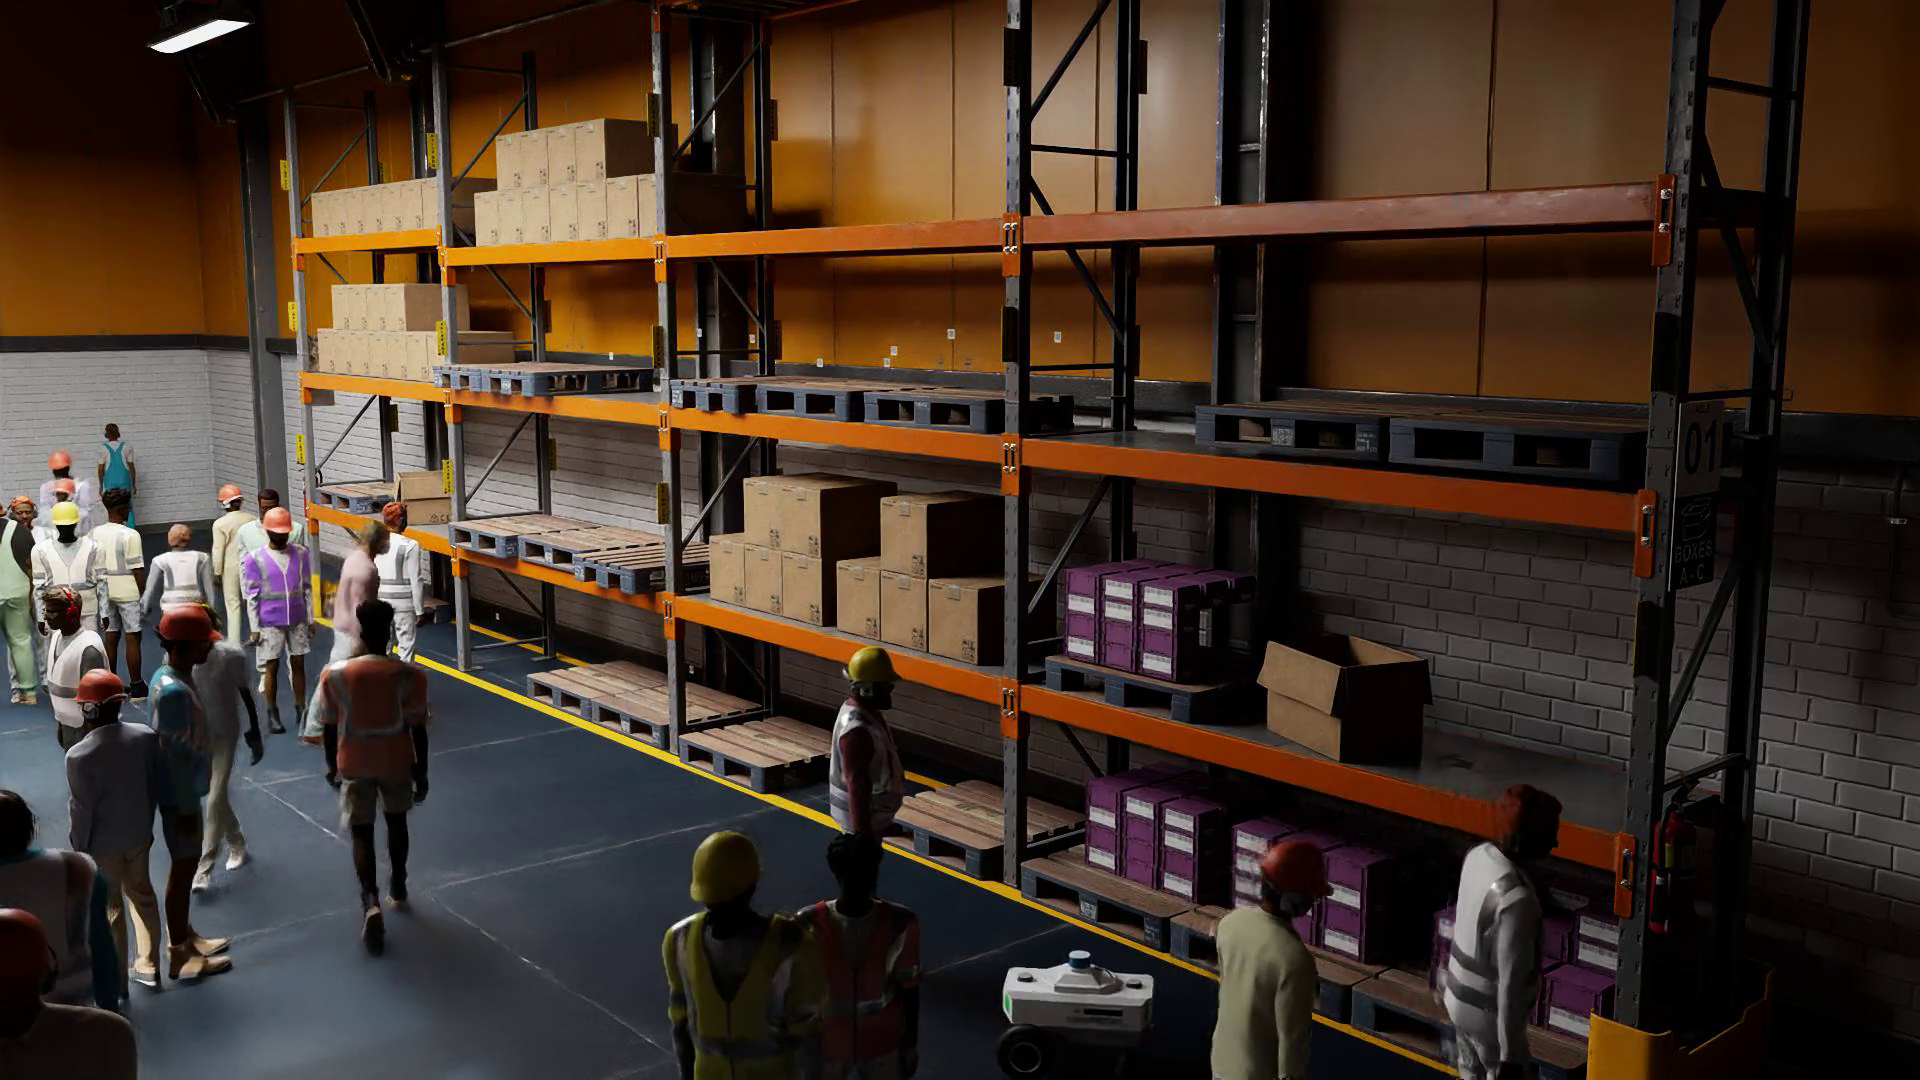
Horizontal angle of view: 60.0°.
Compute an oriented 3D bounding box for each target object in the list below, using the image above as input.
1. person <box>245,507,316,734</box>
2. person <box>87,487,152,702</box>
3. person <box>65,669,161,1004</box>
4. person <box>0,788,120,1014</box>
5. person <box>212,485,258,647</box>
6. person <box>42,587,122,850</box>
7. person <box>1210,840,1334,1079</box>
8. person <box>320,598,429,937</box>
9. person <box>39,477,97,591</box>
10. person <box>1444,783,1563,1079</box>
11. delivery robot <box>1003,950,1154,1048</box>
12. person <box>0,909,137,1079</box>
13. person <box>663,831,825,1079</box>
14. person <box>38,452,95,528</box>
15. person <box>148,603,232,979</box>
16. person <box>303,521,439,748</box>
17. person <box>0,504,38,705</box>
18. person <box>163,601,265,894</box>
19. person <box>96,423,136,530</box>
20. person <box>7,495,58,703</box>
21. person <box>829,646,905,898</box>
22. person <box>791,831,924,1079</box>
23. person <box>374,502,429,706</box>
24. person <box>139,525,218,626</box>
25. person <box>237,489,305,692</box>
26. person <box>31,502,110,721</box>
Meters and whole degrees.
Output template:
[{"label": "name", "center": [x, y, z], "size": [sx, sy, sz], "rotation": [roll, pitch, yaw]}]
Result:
[{"label": "person", "center": [-5.724, 0.674, 14.071], "size": [0.549, 1.927, 0.393], "rotation": [-7, 11, -42]}, {"label": "person", "center": [-7.633, 0.496, 15.157], "size": [0.603, 1.966, 0.367], "rotation": [3, 9, 19]}, {"label": "person", "center": [-4.428, 1.533, 8.680], "size": [0.328, 1.752, 0.563], "rotation": [2, 8, 15]}, {"label": "person", "center": [-3.492, 1.845, 6.249], "size": [0.656, 1.833, 0.576], "rotation": [-7, 11, -39]}, {"label": "person", "center": [-7.548, 0.291, 17.359], "size": [0.350, 1.742, 0.571], "rotation": [4, 9, 26]}, {"label": "person", "center": [-5.649, 1.200, 10.733], "size": [0.561, 1.836, 0.392], "rotation": [7, 11, 40]}, {"label": "person", "center": [1.163, 1.916, 6.141], "size": [0.805, 1.703, 0.683], "rotation": [-4, 9, -24]}, {"label": "person", "center": [-3.391, 1.306, 9.678], "size": [0.603, 1.932, 0.911], "rotation": [-3, 9, -21]}, {"label": "person", "center": [-9.702, 0.180, 18.135], "size": [0.576, 1.732, 0.523], "rotation": [0, 8, 3]}, {"label": "person", "center": [1.959, 1.818, 6.388], "size": [0.725, 1.857, 0.593], "rotation": [0, 8, -2]}, {"label": "delivery robot", "center": [0.567, 2.195, 7.898], "size": [0.707, 0.478, 0.477], "rotation": [1, 8, 8]}, {"label": "person", "center": [-2.630, 1.990, 4.716], "size": [0.618, 1.986, 0.408], "rotation": [-4, 9, -24]}, {"label": "person", "center": [-0.755, 1.913, 5.610], "size": [0.599, 1.882, 0.955], "rotation": [2, 8, 11]}, {"label": "person", "center": [-10.568, -0.104, 19.669], "size": [0.566, 1.882, 0.987], "rotation": [-1, 8, -4]}, {"label": "person", "center": [-4.182, 1.345, 9.039], "size": [0.416, 2.034, 0.622], "rotation": [-4, 9, -24]}, {"label": "person", "center": [-4.904, 0.766, 13.723], "size": [1.128, 1.836, 0.642], "rotation": [-3, 9, -20]}, {"label": "person", "center": [-8.629, 0.504, 14.842], "size": [0.535, 2.000, 0.680], "rotation": [6, 10, 36]}, {"label": "person", "center": [-4.656, 1.264, 10.374], "size": [0.524, 1.807, 0.971], "rotation": [0, 8, -3]}, {"label": "person", "center": [-12.516, -0.813, 24.696], "size": [0.505, 1.840, 0.344], "rotation": [-5, 10, -32]}, {"label": "person", "center": [-8.515, 0.531, 15.206], "size": [0.574, 1.883, 0.356], "rotation": [-7, 11, -42]}, {"label": "person", "center": [-0.495, 1.466, 8.917], "size": [0.403, 1.824, 0.596], "rotation": [0, 8, 1]}, {"label": "person", "center": [-0.400, 1.911, 6.305], "size": [0.531, 1.692, 0.322], "rotation": [-1, 8, -8]}, {"label": "person", "center": [-5.007, 0.598, 14.782], "size": [0.573, 1.877, 0.353], "rotation": [3, 9, 21]}, {"label": "person", "center": [-7.177, 0.660, 15.241], "size": [0.630, 1.592, 0.805], "rotation": [-7, 11, -40]}, {"label": "person", "center": [-6.422, 0.463, 15.581], "size": [0.590, 1.912, 0.391], "rotation": [-3, 9, -20]}, {"label": "person", "center": [-7.738, 0.614, 14.510], "size": [0.587, 1.920, 0.390], "rotation": [-4, 9, -25]}]
